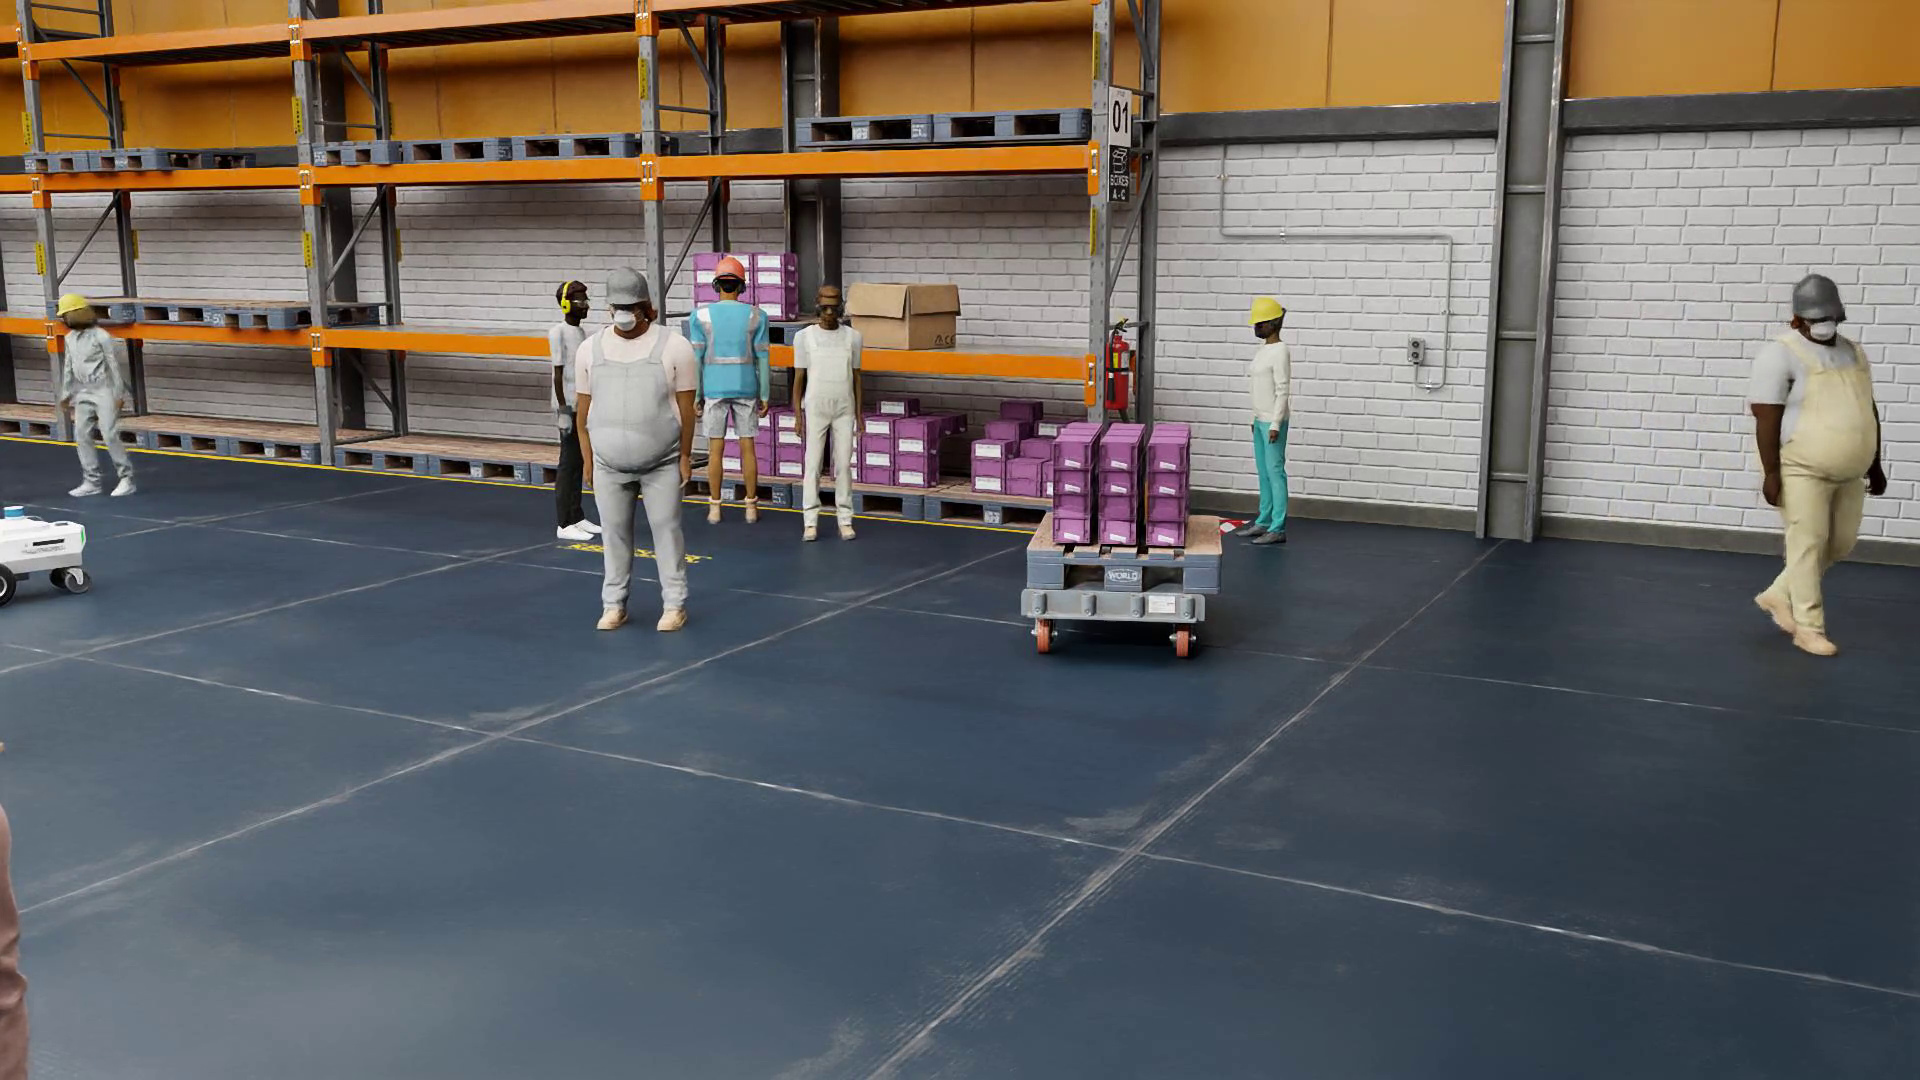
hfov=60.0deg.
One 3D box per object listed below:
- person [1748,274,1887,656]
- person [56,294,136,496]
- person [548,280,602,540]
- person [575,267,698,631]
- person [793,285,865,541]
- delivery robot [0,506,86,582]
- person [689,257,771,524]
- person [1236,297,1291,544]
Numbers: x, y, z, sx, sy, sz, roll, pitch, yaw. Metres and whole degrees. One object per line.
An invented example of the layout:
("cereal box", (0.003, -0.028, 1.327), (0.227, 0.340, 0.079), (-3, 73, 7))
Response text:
("person", (4.554, -0.437, 8.869), (0.748, 2.000, 0.673), (-3, 11, -17))
("person", (-7.288, -1.212, 14.009), (0.515, 1.715, 0.473), (5, 11, 25))
("person", (-2.792, -0.944, 12.111), (0.328, 1.874, 0.521), (2, 10, 9))
("person", (-1.800, -0.497, 9.195), (0.683, 2.000, 0.536), (0, 10, 2))
("person", (-0.941, -0.908, 11.991), (0.517, 1.842, 0.327), (-2, 11, -13))
("delivery robot", (-5.708, 0.039, 10.075), (0.477, 0.478, 0.707), (10, 14, 42))
("person", (-1.757, -1.137, 12.742), (0.609, 2.036, 0.406), (-2, 11, -10))
("person", (2.192, -0.850, 11.905), (0.320, 1.762, 0.522), (-1, 10, -8))
